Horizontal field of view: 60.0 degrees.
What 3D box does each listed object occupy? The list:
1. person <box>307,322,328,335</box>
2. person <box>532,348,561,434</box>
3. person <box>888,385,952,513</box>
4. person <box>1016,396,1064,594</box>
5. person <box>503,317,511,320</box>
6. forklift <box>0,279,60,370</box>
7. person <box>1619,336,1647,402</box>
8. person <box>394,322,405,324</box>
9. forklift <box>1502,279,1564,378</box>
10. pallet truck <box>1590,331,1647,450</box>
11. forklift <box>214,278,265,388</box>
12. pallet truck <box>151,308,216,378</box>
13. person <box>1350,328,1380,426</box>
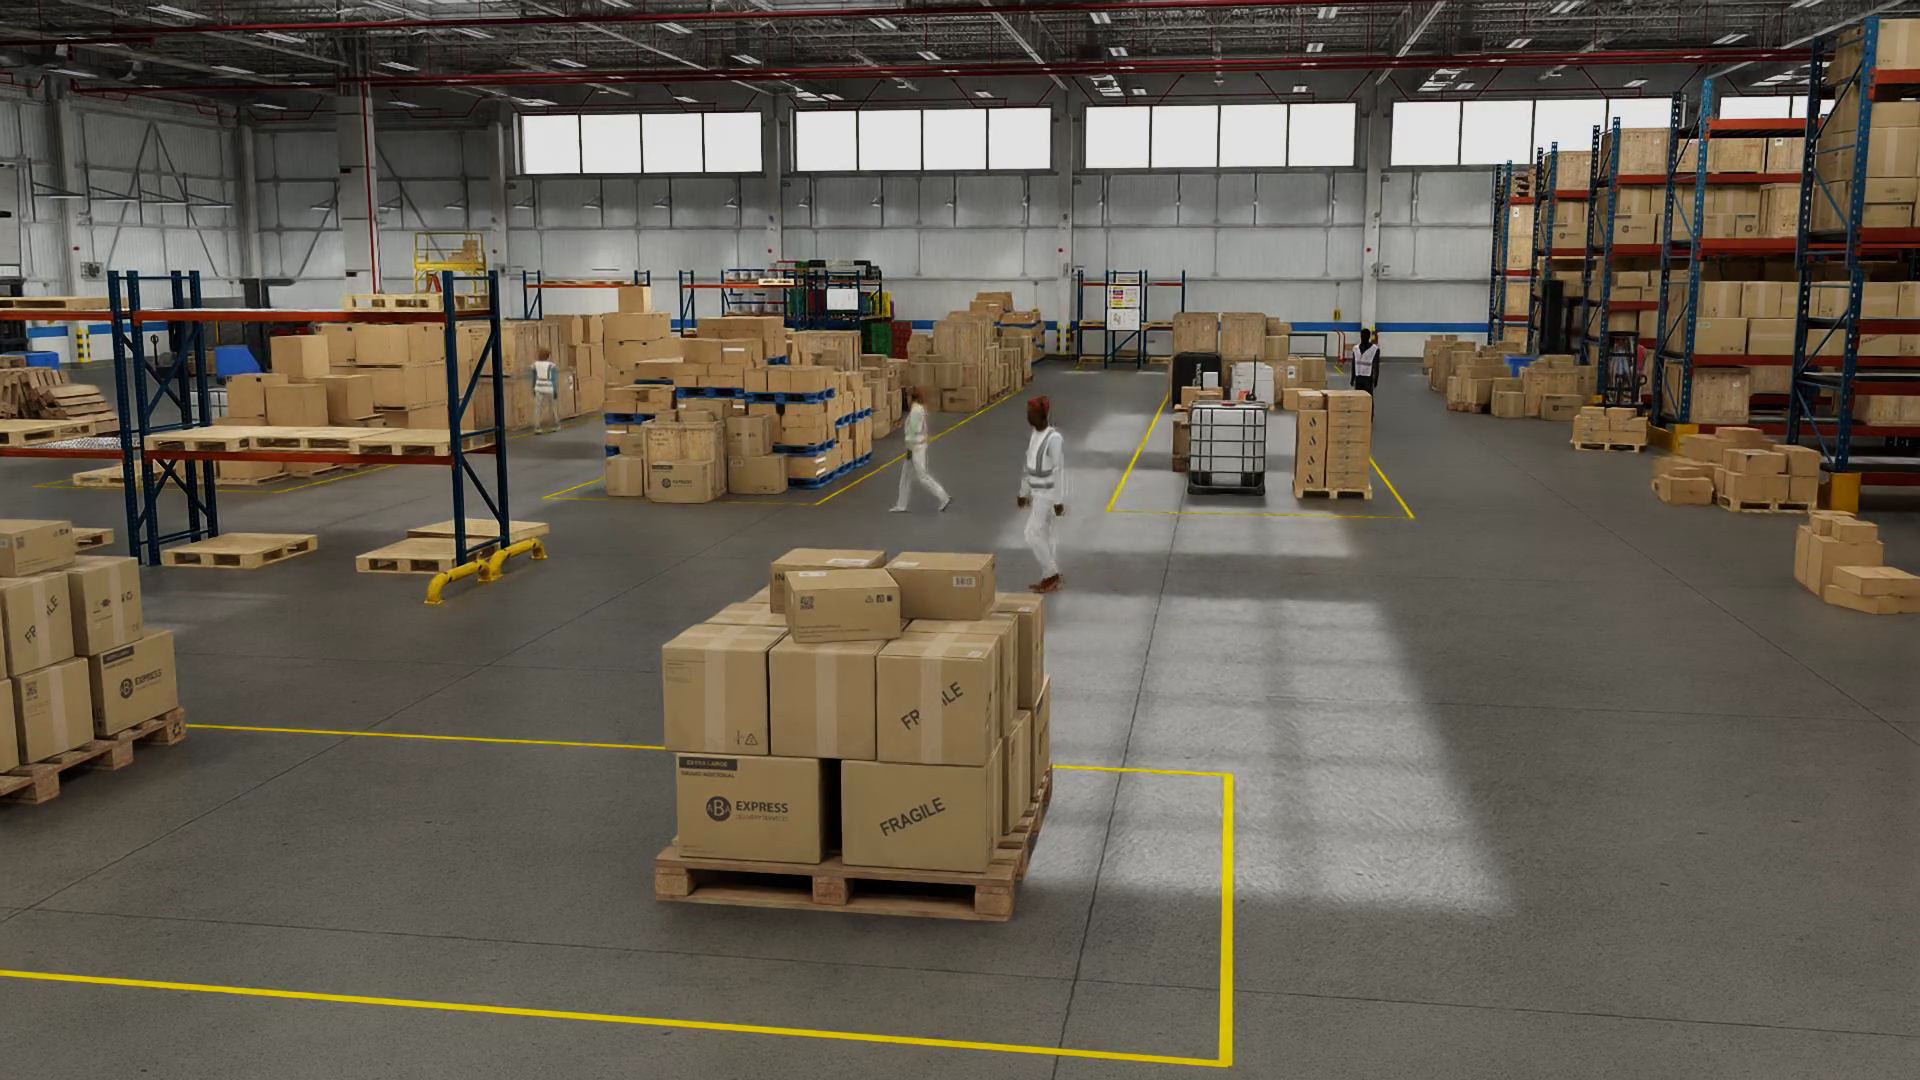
[{"bbox_3d":[-18.254,-5.594,47.445,0.632,1.900,0.988,-2,9,-13],"label":"person"},{"bbox_3d":[-7.735,-2.774,30.974,0.528,1.595,0.847,2,9,10],"label":"person"},{"bbox_3d":[-0.504,-1.134,20.780,0.742,1.614,0.513,-1,9,-7],"label":"person"},{"bbox_3d":[0.760,-0.418,15.599,0.445,1.865,0.570,-2,9,-12],"label":"person"},{"bbox_3d":[-10.876,-4.432,40.204,0.633,1.922,0.640,3,10,17],"label":"person"},{"bbox_3d":[-22.592,-4.798,39.505,1.873,2.768,1.129,1,9,9],"label":"forklift"},{"bbox_3d":[13.052,-3.120,32.370,0.619,1.839,0.430,-5,11,-29],"label":"person"},{"bbox_3d":[-13.735,-4.538,40.802,0.543,1.939,0.355,2,9,12],"label":"person"},{"bbox_3d":[13.289,-4.482,37.555,1.873,2.768,1.129,1,9,9],"label":"forklift"},{"bbox_3d":[11.253,-2.573,28.499,0.823,1.965,1.885,5,10,27],"label":"pallet truck"},{"bbox_3d":[-18.193,-5.339,42.845,1.873,2.768,1.129,-3,10,-18],"label":"forklift"},{"bbox_3d":[-21.869,-5.598,47.154,0.823,1.965,1.885,4,10,26],"label":"pallet truck"},{"bbox_3d":[7.917,-3.173,32.488,0.389,1.910,0.590,-9,13,-43],"label":"person"}]
